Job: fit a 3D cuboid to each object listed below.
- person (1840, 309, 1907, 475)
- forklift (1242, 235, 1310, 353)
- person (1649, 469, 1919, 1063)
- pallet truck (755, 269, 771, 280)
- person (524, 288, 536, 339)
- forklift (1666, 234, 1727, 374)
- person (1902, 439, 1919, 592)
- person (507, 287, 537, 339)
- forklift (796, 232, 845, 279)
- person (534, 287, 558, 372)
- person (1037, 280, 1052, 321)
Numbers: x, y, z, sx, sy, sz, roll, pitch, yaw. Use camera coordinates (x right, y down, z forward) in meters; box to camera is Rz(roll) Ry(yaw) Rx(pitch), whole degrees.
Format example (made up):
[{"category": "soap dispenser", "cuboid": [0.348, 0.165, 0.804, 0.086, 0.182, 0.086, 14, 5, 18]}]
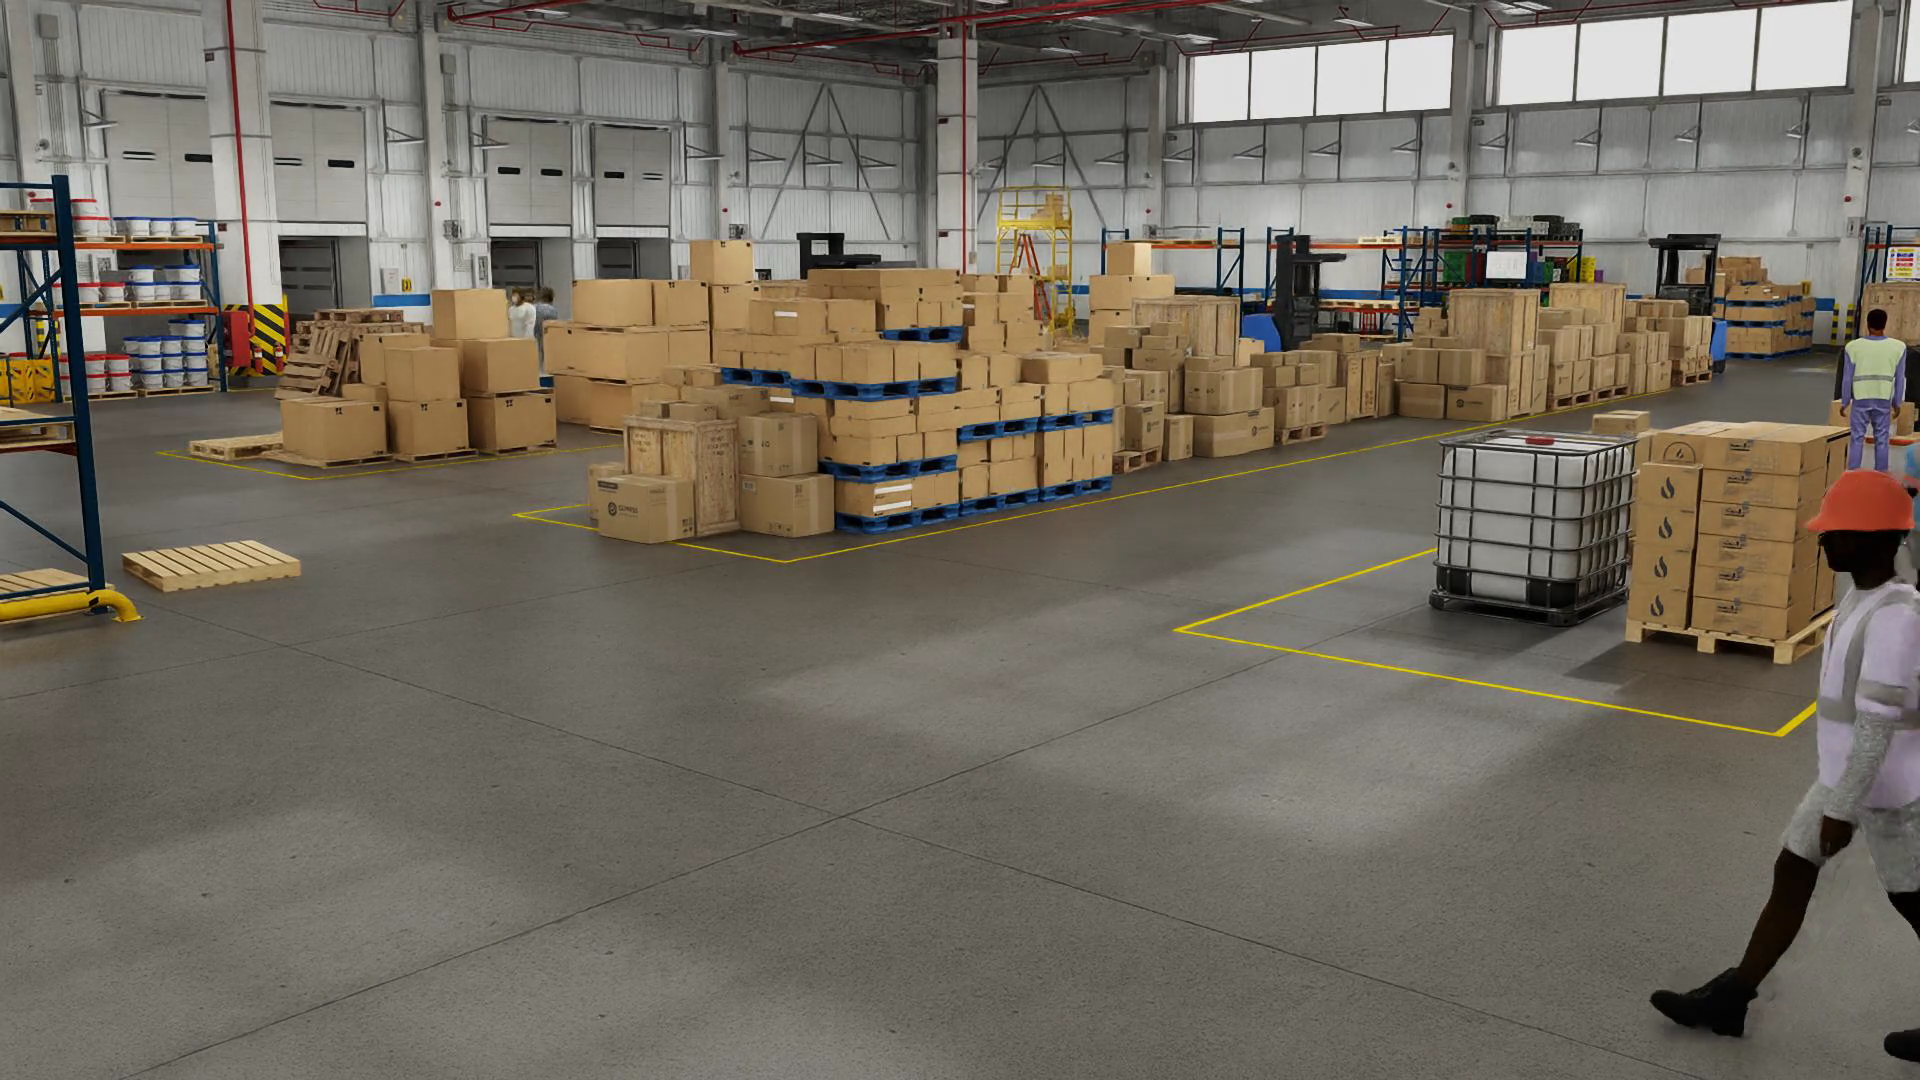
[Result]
[{"category": "person", "cuboid": [9.558, -1.459, 17.446, 0.592, 1.916, 0.392, 3, 11, 19]}, {"category": "forklift", "cuboid": [7.144, -5.198, 35.987, 1.873, 2.768, 1.129, 9, 13, 42]}, {"category": "person", "cuboid": [2.785, 0.718, 5.161, 1.014, 1.880, 0.559, 2, 10, 13]}, {"category": "pallet truck", "cuboid": [-4.996, -6.432, 45.525, 1.885, 1.965, 0.823, -6, 12, -32]}, {"category": "person", "cuboid": [-7.805, -3.657, 30.198, 0.538, 1.829, 0.491, 0, 10, 0]}, {"category": "forklift", "cuboid": [14.498, -4.684, 33.062, 1.129, 2.768, 1.873, 8, 13, 40]}, {"category": "person", "cuboid": [6.041, -0.071, 10.225, 0.582, 1.684, 0.540, -9, 14, -43]}, {"category": "person", "cuboid": [-7.285, -3.257, 27.717, 0.635, 1.918, 0.662, 6, 11, 29]}, {"category": "forklift", "cuboid": [-2.552, -4.254, 30.612, 1.873, 2.768, 1.129, 8, 13, 40]}, {"category": "person", "cuboid": [-7.062, -3.335, 28.188, 0.634, 1.907, 0.964, 8, 13, 38]}, {"category": "person", "cuboid": [2.271, -6.457, 45.968, 0.910, 1.893, 0.567, 6, 12, 32]}]
